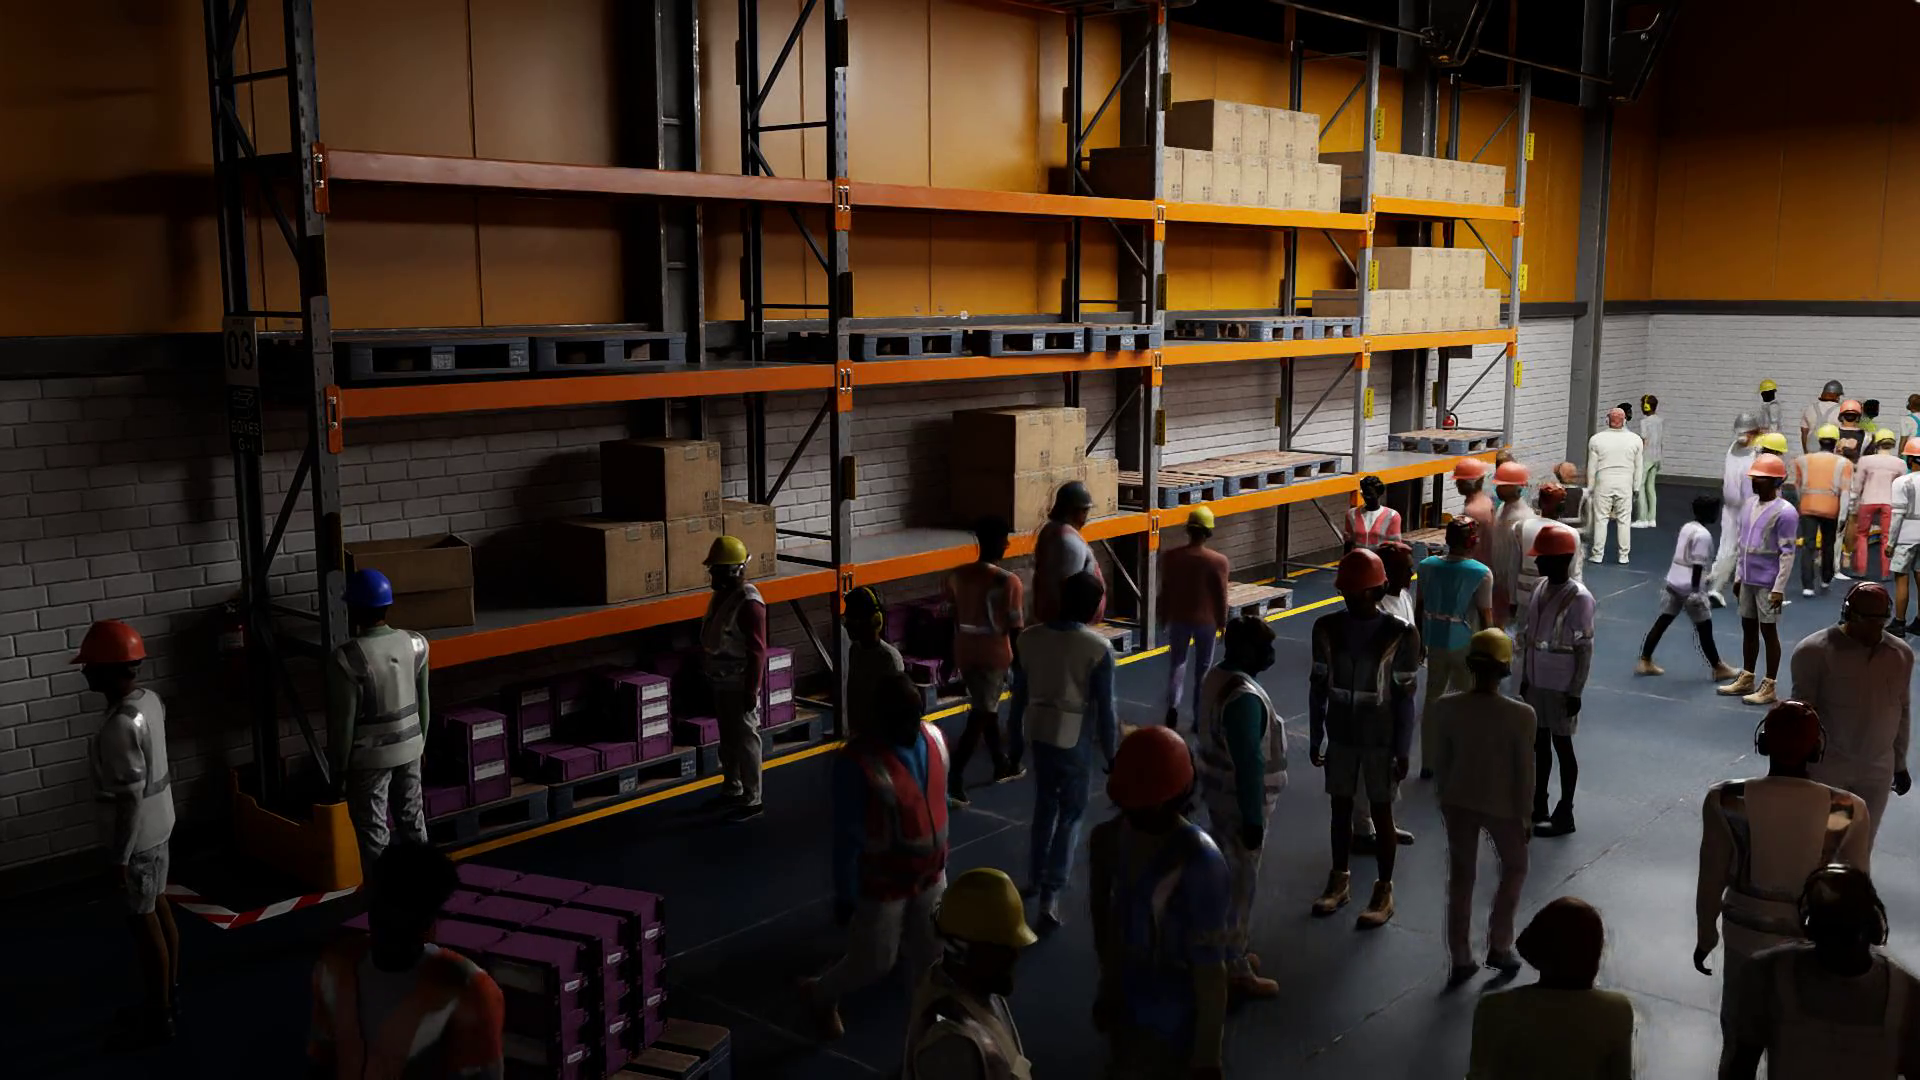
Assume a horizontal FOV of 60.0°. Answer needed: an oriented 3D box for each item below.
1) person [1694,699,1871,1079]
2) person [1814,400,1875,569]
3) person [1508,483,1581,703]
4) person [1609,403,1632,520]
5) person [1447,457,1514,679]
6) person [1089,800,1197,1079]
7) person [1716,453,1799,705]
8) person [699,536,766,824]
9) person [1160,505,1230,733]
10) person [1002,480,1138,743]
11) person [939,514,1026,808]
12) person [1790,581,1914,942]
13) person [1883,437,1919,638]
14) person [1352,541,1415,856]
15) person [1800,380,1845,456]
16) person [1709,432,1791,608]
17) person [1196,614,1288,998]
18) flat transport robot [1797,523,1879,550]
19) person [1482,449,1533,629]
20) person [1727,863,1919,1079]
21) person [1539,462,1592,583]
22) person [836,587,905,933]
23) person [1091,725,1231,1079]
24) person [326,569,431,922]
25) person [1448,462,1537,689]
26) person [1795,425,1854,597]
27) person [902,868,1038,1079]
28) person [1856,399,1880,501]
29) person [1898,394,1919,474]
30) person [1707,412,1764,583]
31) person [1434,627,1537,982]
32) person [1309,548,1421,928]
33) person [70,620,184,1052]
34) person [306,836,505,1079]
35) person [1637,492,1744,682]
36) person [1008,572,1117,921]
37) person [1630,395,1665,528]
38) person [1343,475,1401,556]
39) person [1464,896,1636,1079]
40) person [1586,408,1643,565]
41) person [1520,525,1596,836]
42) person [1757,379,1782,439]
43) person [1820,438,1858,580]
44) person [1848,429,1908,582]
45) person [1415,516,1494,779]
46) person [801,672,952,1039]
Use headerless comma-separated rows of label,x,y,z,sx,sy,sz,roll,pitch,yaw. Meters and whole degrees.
person,3.072,1.524,6.258,0.572,1.883,0.356,4,10,22
person,10.577,-0.664,19.916,0.618,2.028,0.410,2,9,15
person,4.544,0.490,12.968,0.364,1.877,0.582,-8,12,-40
person,9.531,-1.135,23.999,0.320,1.698,0.531,4,10,25
person,4.393,0.280,13.996,0.691,1.966,0.627,4,10,23
person,0.752,1.582,6.430,0.493,1.711,0.775,2,9,15
person,6.502,0.314,13.528,0.368,2.048,0.608,-2,9,-10
person,-1.453,0.878,10.586,0.404,1.830,0.601,-5,10,-31
person,1.762,0.613,12.556,0.537,1.749,0.450,3,9,21
person,0.779,0.511,12.280,1.025,2.000,0.693,-3,9,-19
person,0.141,0.778,11.003,0.602,1.914,1.027,7,12,40
person,4.620,1.149,8.619,0.639,1.902,0.407,0,9,-2
person,9.175,-0.022,16.047,0.544,1.939,0.354,-2,9,-12
person,2.565,0.941,10.016,0.353,1.883,0.573,7,11,39
person,12.404,-1.268,23.758,0.535,2.000,0.687,-7,11,-38
person,8.325,-0.201,17.441,1.006,1.877,0.607,-3,9,-19
person,1.366,1.265,8.058,0.429,1.841,0.633,-1,9,-4
flat transport robot,11.551,-0.066,21.686,1.431,0.197,0.652,-8,12,-42
person,5.443,-0.009,16.406,0.681,1.803,0.446,-1,9,-9
person,2.497,1.784,4.768,0.610,1.827,0.472,4,9,22
person,6.113,0.014,16.846,0.526,1.625,0.387,2,9,10
person,-0.455,1.156,8.725,0.328,1.861,0.507,-6,10,-32
person,0.604,1.575,5.527,0.655,2.003,0.674,-2,9,-13
person,-3.028,1.113,8.691,0.383,1.951,0.605,5,10,31
person,4.432,0.347,13.570,0.937,1.960,0.654,-1,9,-8
person,9.450,-0.321,18.254,0.583,1.856,1.057,6,11,34
person,0.034,1.799,4.656,0.403,1.828,0.594,0,9,3
person,13.574,-1.265,24.899,0.498,1.682,0.543,3,9,18
person,13.543,-1.152,23.650,0.506,1.841,0.342,-1,9,-9
person,8.974,-0.514,18.892,1.055,2.000,0.688,-5,10,-28
person,2.589,1.291,8.171,0.538,1.753,0.512,7,11,38
person,2.127,1.047,8.869,0.601,2.035,0.406,6,11,35
person,-3.720,1.312,7.444,0.362,1.939,0.542,-2,9,-14
person,-1.550,1.743,4.694,0.728,1.941,0.530,5,10,29
person,6.302,0.401,14.256,0.882,1.630,0.591,1,9,5
person,0.518,1.107,9.012,0.603,1.867,0.763,6,11,36
person,9.627,-1.090,23.205,0.591,1.855,0.437,-5,10,-32
person,3.720,0.254,15.068,0.537,1.694,0.320,5,10,30
person,1.749,1.836,5.128,0.532,1.602,0.616,0,9,-2
person,7.929,-0.649,20.192,0.643,1.909,0.410,2,9,12
person,3.660,0.865,10.333,0.362,1.935,0.553,-3,9,-17
person,12.578,-1.542,25.918,0.380,1.917,0.586,4,9,22
person,10.167,-0.364,19.218,0.311,1.638,0.523,2,9,15
person,10.502,-0.396,19.055,0.602,1.753,0.377,3,9,17
person,3.356,0.753,11.349,0.374,1.843,0.568,-8,12,-42
person,-0.332,1.422,7.186,0.786,1.807,0.649,8,12,42
